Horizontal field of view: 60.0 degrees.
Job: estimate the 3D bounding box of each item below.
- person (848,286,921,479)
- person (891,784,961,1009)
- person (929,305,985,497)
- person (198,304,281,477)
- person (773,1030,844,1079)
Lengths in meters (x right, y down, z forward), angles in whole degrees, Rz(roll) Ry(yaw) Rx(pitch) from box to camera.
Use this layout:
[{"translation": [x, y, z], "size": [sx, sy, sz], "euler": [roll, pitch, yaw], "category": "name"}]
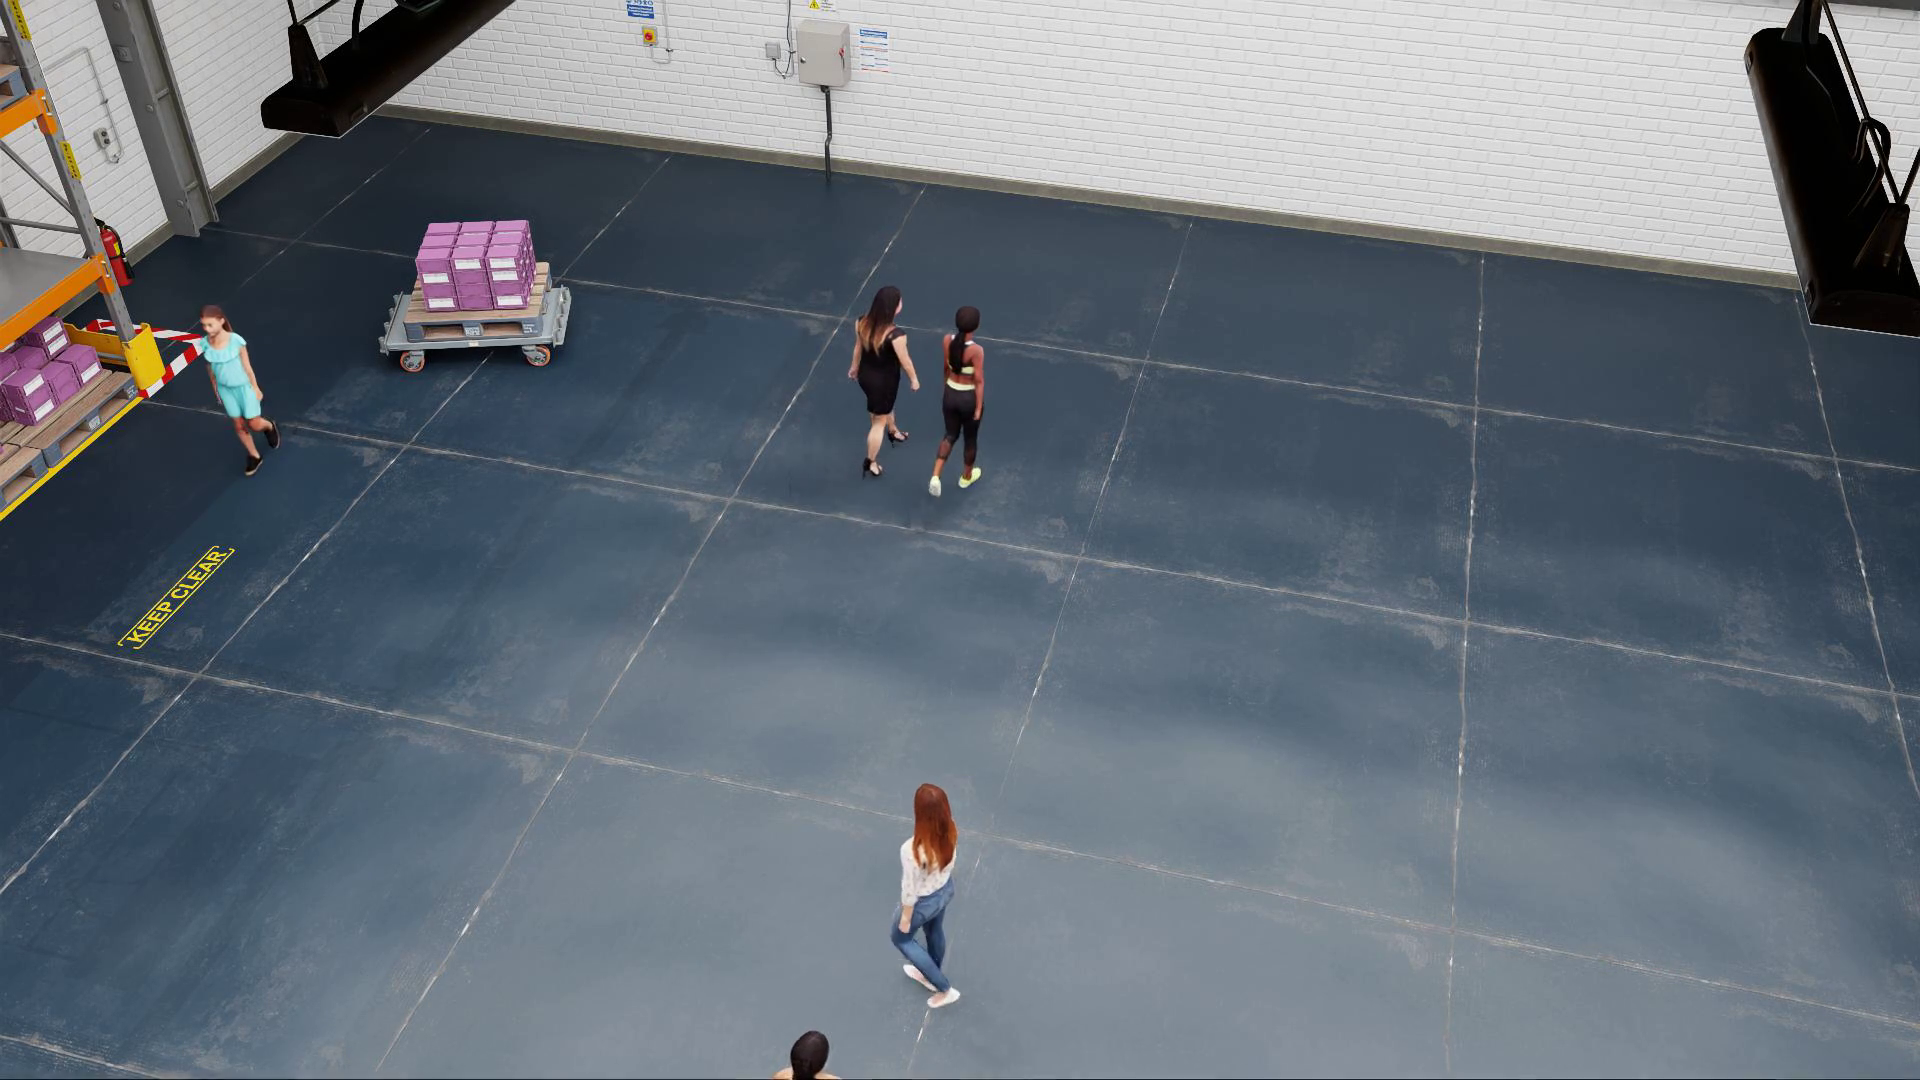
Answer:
[{"translation": [-0.712, -1.252, 13.622], "size": [0.928, 1.687, 1.035], "euler": [30, 47, 32], "category": "person"}, {"translation": [-0.130, 2.062, 9.443], "size": [0.809, 1.724, 0.774], "euler": [27, 46, 29], "category": "person"}, {"translation": [-0.036, -1.059, 13.341], "size": [0.700, 1.736, 0.968], "euler": [20, 43, 23], "category": "person"}, {"translation": [-5.965, -1.294, 13.787], "size": [0.646, 1.547, 0.796], "euler": [1, 39, 1], "category": "person"}, {"translation": [-0.684, 3.018, 8.168], "size": [0.606, 1.822, 0.525], "euler": [8, 39, 10], "category": "person"}]
